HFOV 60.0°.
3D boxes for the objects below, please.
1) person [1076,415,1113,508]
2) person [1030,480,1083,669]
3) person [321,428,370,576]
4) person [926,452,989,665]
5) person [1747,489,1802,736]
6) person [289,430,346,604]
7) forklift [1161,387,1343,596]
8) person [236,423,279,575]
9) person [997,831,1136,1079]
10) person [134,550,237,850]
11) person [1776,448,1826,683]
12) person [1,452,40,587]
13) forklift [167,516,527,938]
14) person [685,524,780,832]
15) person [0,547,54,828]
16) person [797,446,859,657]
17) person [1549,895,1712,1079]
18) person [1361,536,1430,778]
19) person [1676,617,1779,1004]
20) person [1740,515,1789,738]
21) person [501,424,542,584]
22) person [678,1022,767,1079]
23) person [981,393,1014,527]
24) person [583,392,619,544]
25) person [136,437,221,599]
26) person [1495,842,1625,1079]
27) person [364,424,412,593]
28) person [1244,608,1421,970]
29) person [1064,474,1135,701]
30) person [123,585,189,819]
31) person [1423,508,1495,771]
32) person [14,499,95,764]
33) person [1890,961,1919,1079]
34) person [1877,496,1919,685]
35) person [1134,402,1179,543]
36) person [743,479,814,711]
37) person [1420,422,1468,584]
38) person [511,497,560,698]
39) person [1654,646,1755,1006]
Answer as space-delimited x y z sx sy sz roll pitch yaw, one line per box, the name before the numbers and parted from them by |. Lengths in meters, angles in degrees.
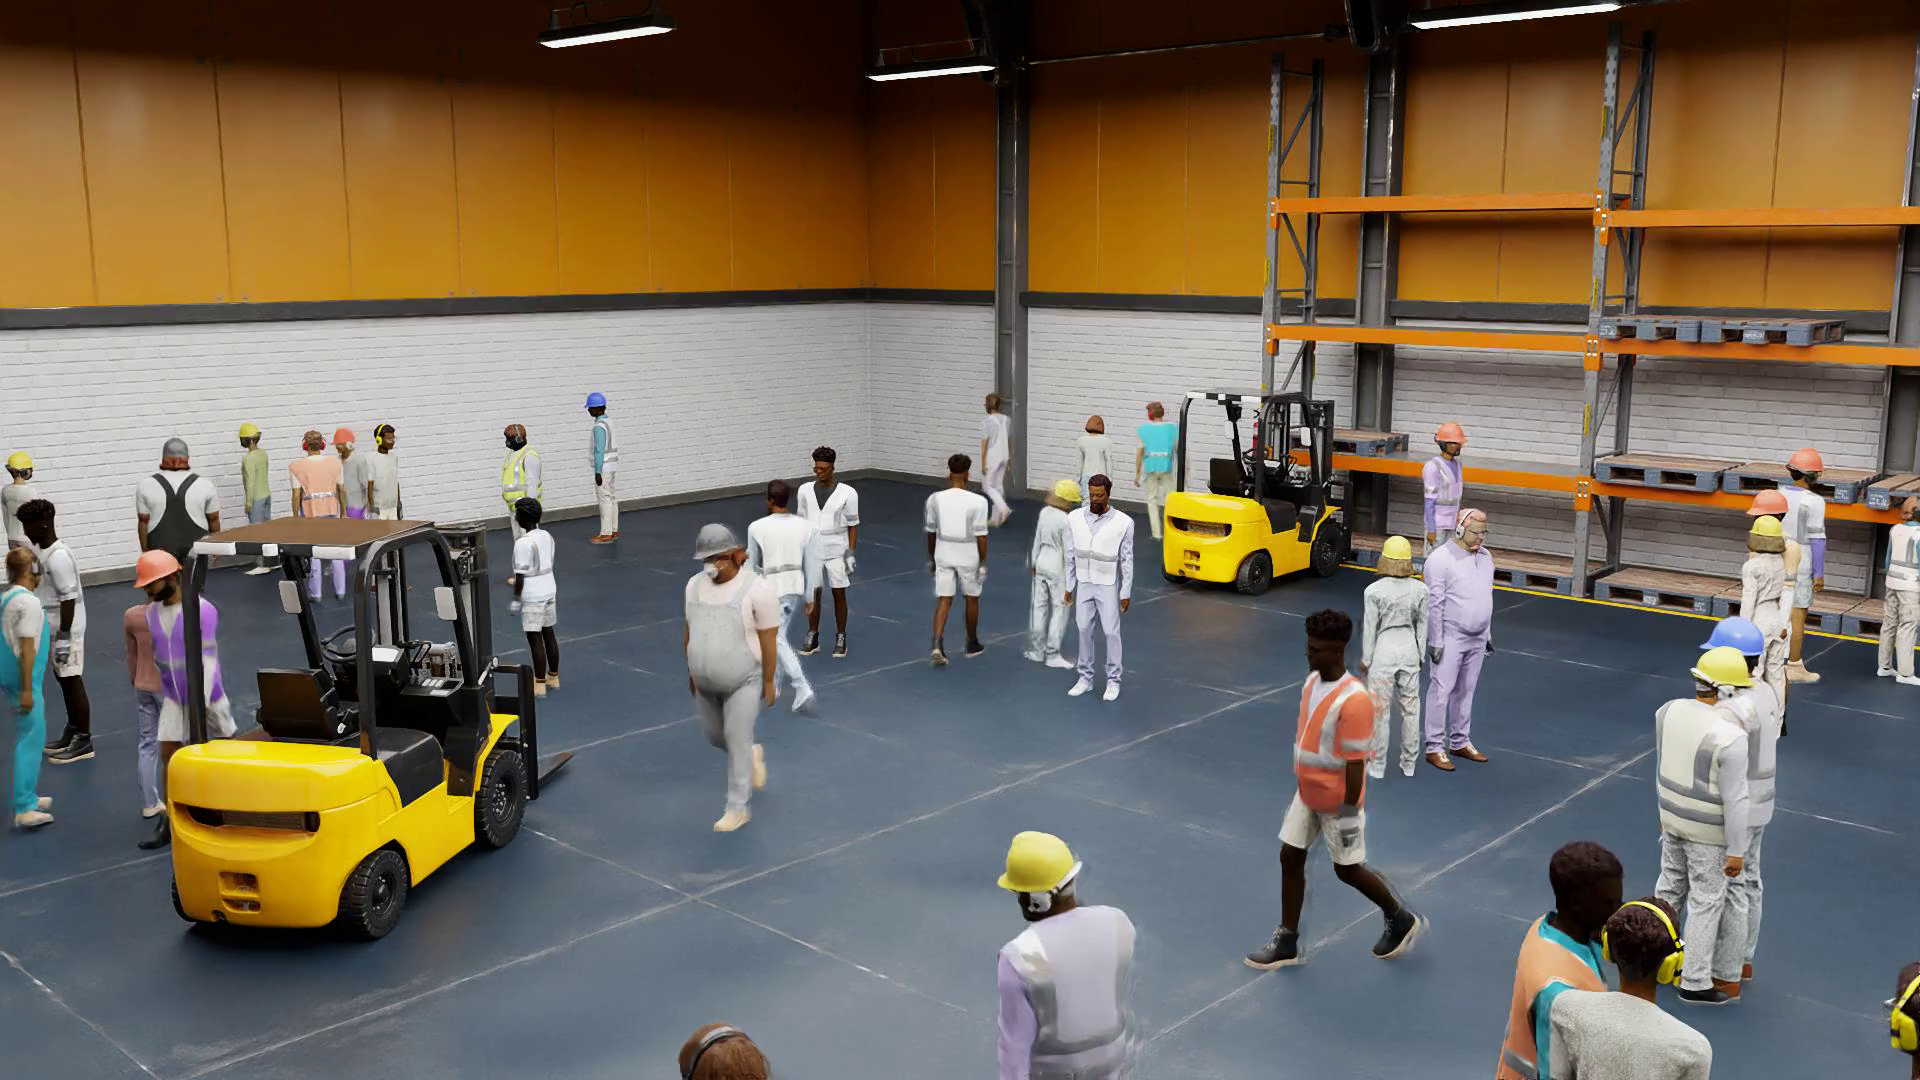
person | 1.735 -0.794 21.421 0.497 1.633 0.279 5 11 24
person | 0.846 0.283 15.103 0.335 1.702 0.625 -7 12 -34
person | -7.080 -0.448 19.264 0.589 1.699 0.929 7 12 35
person | -0.034 0.169 15.093 0.624 1.934 0.875 4 11 20
person | 6.230 0.563 12.878 0.399 1.928 0.542 -1 10 -6
person | -6.808 -0.244 17.687 0.567 1.844 0.377 -8 13 -37
forklift | 3.298 -0.608 18.767 1.214 2.155 2.313 9 13 42
person | -8.161 -0.478 19.253 0.330 1.765 0.533 0 10 0
person | 0.374 1.887 5.816 0.576 1.778 0.965 -5 11 -27
person | -4.960 0.959 10.748 0.537 1.882 0.992 2 10 12
person | 7.283 0.220 14.482 0.379 2.045 0.605 -3 11 -18
person | -9.238 0.009 16.474 0.525 1.770 0.306 5 11 25
forklift | -3.583 0.976 9.748 1.214 2.155 2.313 2 10 11
person | -1.490 0.831 11.015 0.697 2.000 0.809 4 11 23
person | -6.134 0.967 10.927 0.431 1.801 0.689 -9 13 -41
person | -1.237 0.106 15.353 0.600 1.967 0.368 3 10 15
person | 2.004 1.970 5.009 0.520 1.874 0.327 10 14 44
person | 3.085 0.832 11.856 0.486 1.744 0.294 -2 10 -9
person | 3.863 1.346 8.345 0.406 1.947 0.606 9 13 41
person | 6.136 0.675 12.750 0.492 1.742 0.321 -4 11 -22
person | -4.882 -0.385 18.543 0.429 1.832 0.638 -7 12 -36
person | -0.545 2.124 4.260 0.642 1.826 0.616 -5 11 -27
person | 0.525 -1.051 22.328 0.518 1.828 0.550 -8 13 -40
person | -4.580 -0.921 21.289 0.416 1.939 0.604 0 10 1
person | -7.304 0.025 15.604 0.698 2.000 0.676 -4 11 -24
person | 1.929 1.892 5.381 0.412 1.923 0.626 3 11 19
person | -6.283 -0.342 18.217 0.332 1.860 0.511 4 11 21
person | 1.986 1.298 8.668 0.916 1.933 0.616 -3 10 -16
person | 1.171 0.386 13.934 0.590 1.912 0.391 5 11 28
person | -5.238 0.982 10.964 0.524 1.761 0.341 4 11 21
person | 3.656 0.710 12.098 0.639 1.903 0.407 -6 12 -33
person | -6.642 0.660 12.223 0.401 1.957 0.608 -7 12 -34
person | 2.588 2.058 4.547 0.511 1.862 0.325 -1 10 -7
person | 8.215 0.432 14.434 0.314 1.637 0.514 -1 10 -4
person | 2.559 -0.857 21.317 0.648 1.809 0.460 -1 10 -3
person | -1.456 0.441 13.712 0.608 1.885 0.948 -9 13 -40
person | 4.857 -0.164 16.666 0.385 2.045 0.605 10 14 44
person | -3.581 0.478 14.021 0.319 1.690 0.536 2 10 11
person | 3.708 1.419 8.302 0.403 1.819 0.601 -3 10 -15
